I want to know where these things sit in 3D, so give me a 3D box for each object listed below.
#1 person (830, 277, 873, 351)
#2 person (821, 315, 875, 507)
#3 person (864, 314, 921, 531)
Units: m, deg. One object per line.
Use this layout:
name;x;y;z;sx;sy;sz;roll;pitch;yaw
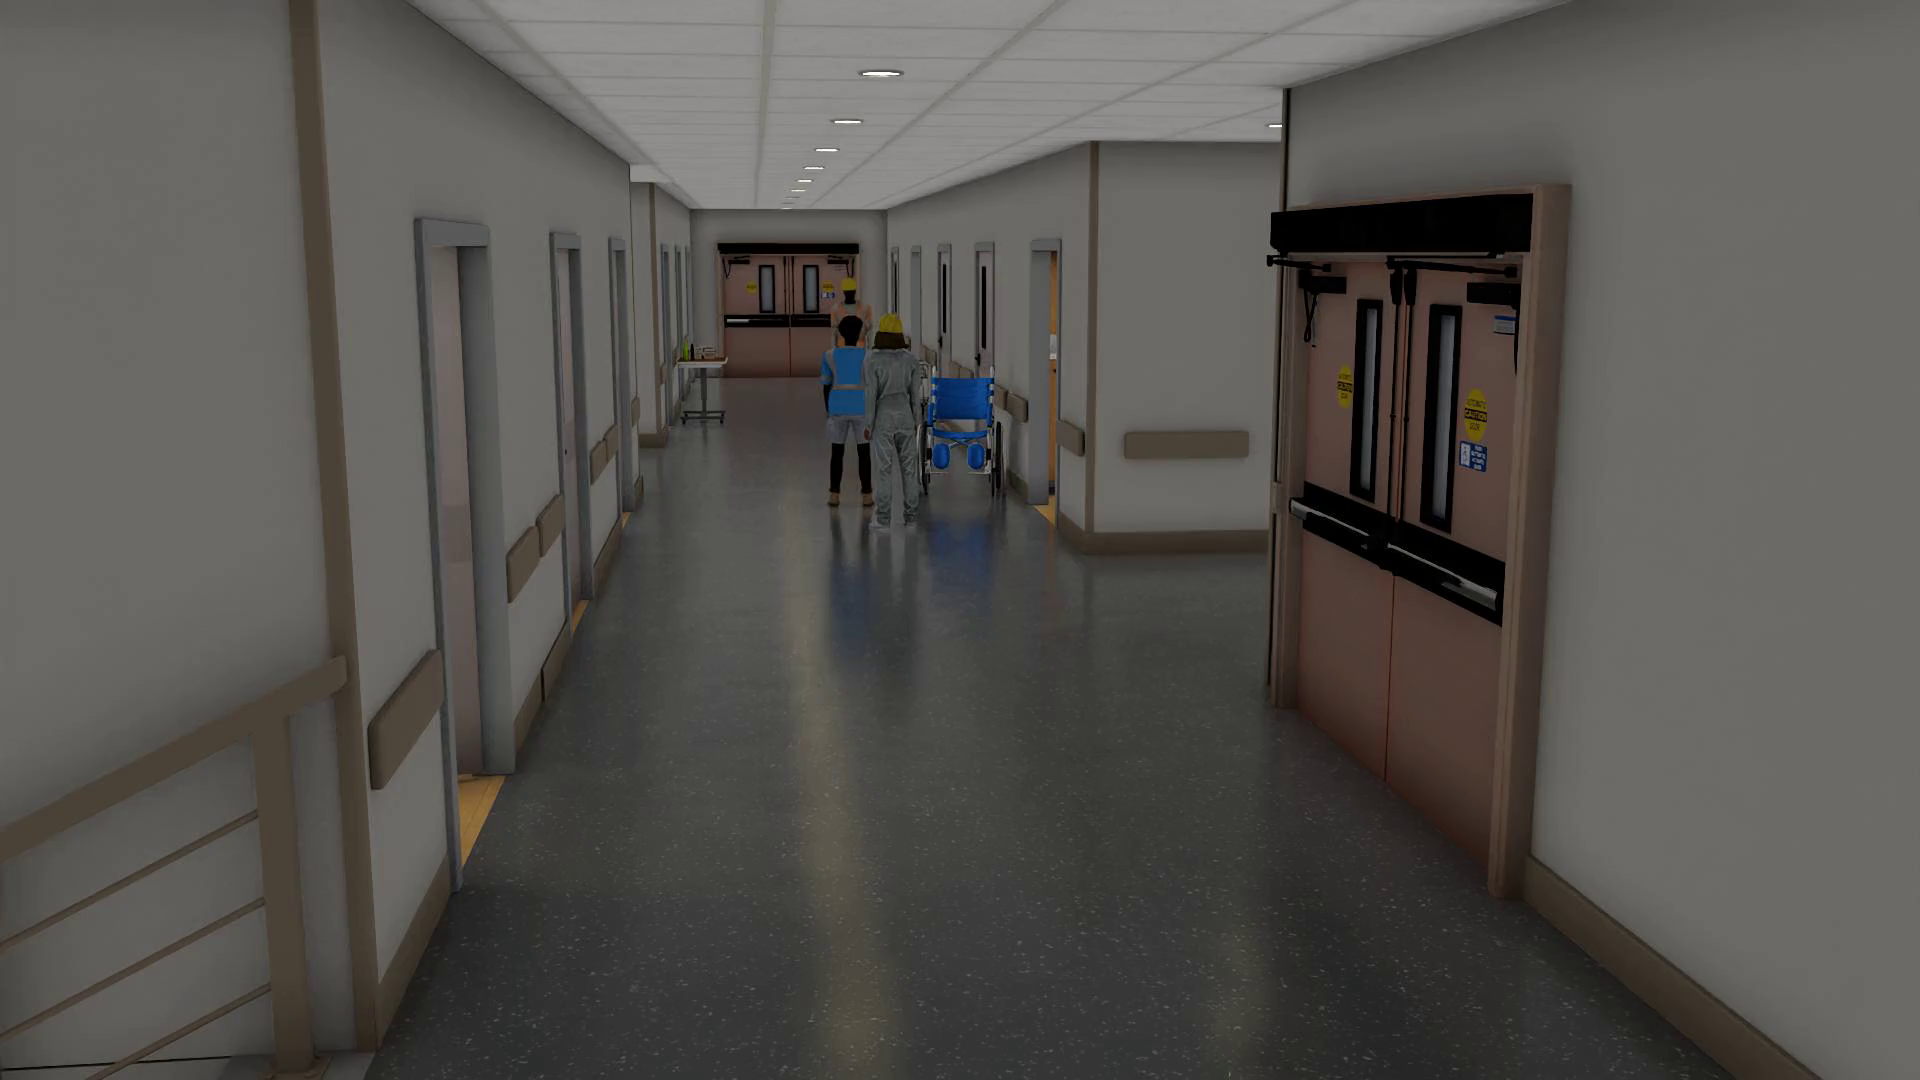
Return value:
person;-1.506;-2.698;23.115;0.591;1.908;0.719;-1;10;-6
person;-0.958;-1.126;14.622;0.540;1.691;0.320;1;10;4
person;-0.553;-0.944;13.399;0.484;1.744;0.294;-5;11;-25
